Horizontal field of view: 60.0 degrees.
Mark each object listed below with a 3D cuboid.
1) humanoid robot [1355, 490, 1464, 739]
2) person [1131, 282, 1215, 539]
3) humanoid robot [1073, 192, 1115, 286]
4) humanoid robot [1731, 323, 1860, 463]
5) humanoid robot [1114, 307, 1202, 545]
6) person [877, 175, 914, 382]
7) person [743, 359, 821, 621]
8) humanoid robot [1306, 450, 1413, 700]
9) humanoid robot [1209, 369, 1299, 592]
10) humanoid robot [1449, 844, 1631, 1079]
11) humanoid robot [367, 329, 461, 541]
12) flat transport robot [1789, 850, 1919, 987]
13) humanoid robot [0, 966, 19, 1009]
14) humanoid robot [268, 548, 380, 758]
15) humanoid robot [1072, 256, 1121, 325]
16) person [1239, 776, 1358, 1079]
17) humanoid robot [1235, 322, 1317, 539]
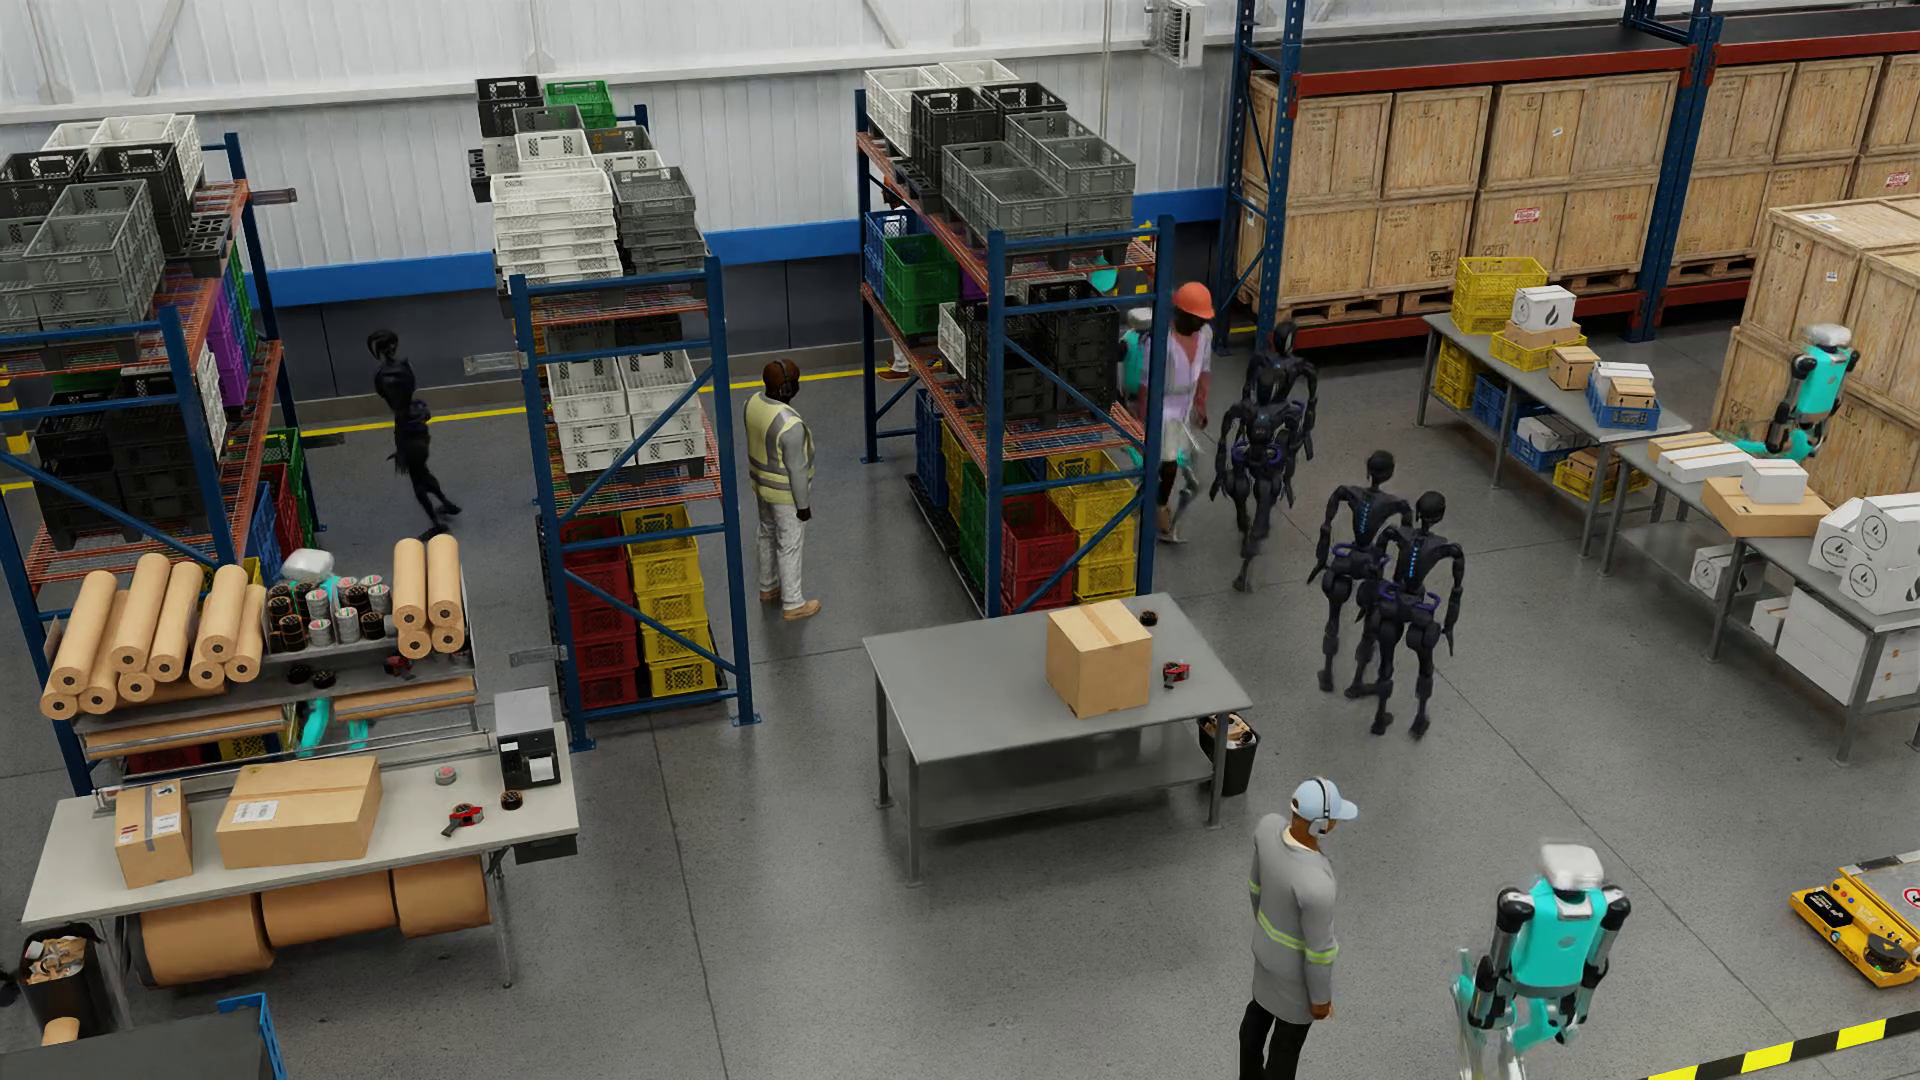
[{"bbox_3d":[2.655,0.447,9.882,0.609,1.653,0.310,15,32,25],"label":"humanoid robot"},{"bbox_3d":[1.563,-0.919,12.010,0.617,2.021,0.479,-24,37,-37],"label":"person"},{"bbox_3d":[0.937,-2.287,14.828,0.865,1.772,0.531,16,33,26],"label":"humanoid robot"},{"bbox_3d":[5.946,-0.848,12.226,0.530,1.780,0.999,-10,30,-18],"label":"humanoid robot"},{"bbox_3d":[1.470,-0.741,12.009,0.537,1.758,0.929,-17,33,-27],"label":"humanoid robot"},{"bbox_3d":[-0.554,-2.323,14.712,0.348,1.882,0.582,8,30,13],"label":"person"},{"bbox_3d":[-1.185,-0.348,11.175,0.431,1.835,0.622,-19,34,-31],"label":"person"},{"bbox_3d":[2.456,0.212,10.329,0.601,1.637,0.383,12,31,21],"label":"humanoid robot"},{"bbox_3d":[2.051,-0.470,11.628,0.588,1.618,0.798,3,29,6],"label":"humanoid robot"},{"bbox_3d":[2.395,1.919,7.132,0.545,1.735,0.963,-2,29,-4],"label":"humanoid robot"},{"bbox_3d":[-3.982,-0.785,12.130,0.402,1.646,0.596,-5,29,-9],"label":"humanoid robot"},{"bbox_3d":[5.163,1.916,8.676,1.431,0.231,0.659,-8,30,-14],"label":"flat transport robot"},{"bbox_3d":[-4.850,1.622,7.785,0.584,1.640,0.500,1,29,2],"label":"humanoid robot"},{"bbox_3d":[-3.431,1.001,8.896,0.531,1.785,1.061,2,29,3],"label":"humanoid robot"},{"bbox_3d":[0.997,-1.918,14.230,0.819,1.871,0.545,22,36,34],"label":"humanoid robot"},{"bbox_3d":[1.466,1.803,7.242,0.396,1.848,0.587,-9,30,-16],"label":"person"},{"bbox_3d":[2.359,-0.870,12.315,0.616,1.633,0.696,14,32,24],"label":"humanoid robot"}]
